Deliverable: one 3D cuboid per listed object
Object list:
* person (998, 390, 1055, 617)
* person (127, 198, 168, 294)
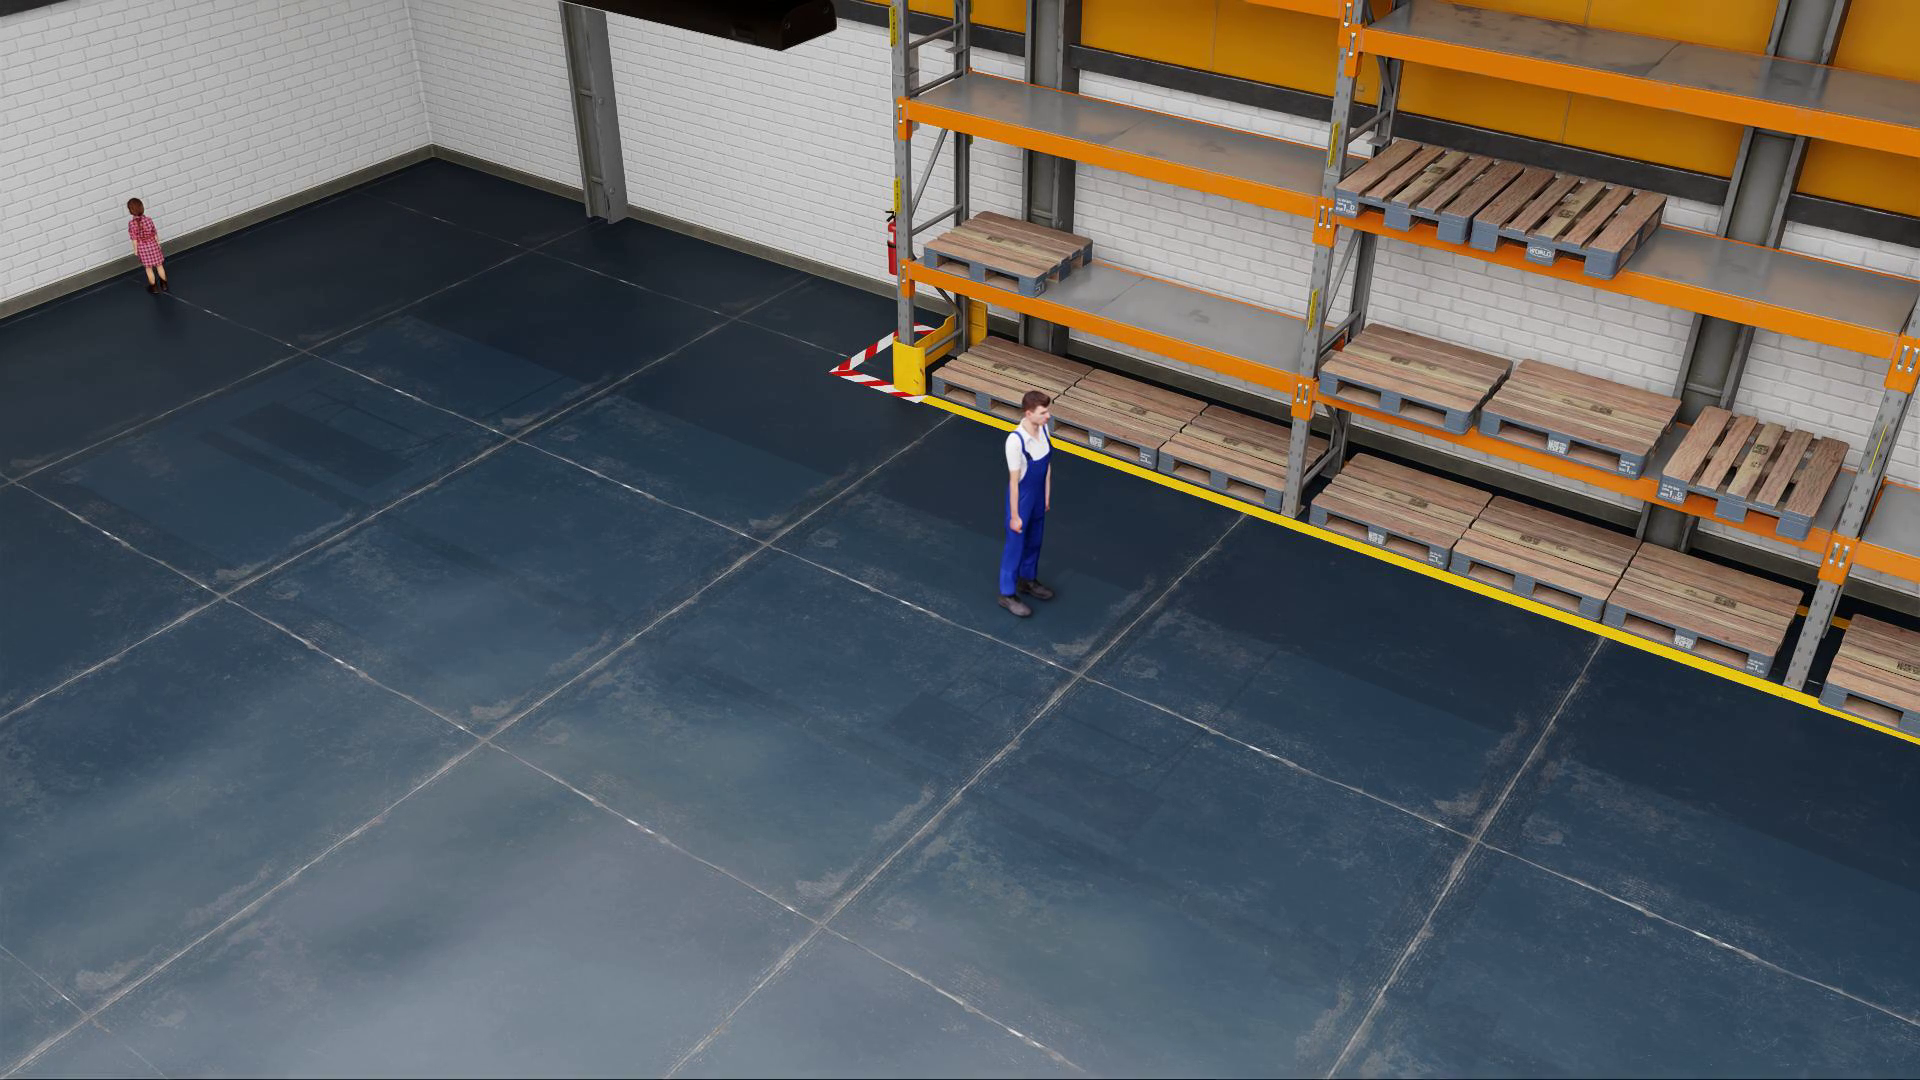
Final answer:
[{"bbox_3d":[0.493,-0.312,12.451,0.555,1.847,0.626,24,41,32],"label":"person"},{"bbox_3d":[-8.501,-3.079,17.360,0.469,1.021,0.458,29,43,36],"label":"person"}]
